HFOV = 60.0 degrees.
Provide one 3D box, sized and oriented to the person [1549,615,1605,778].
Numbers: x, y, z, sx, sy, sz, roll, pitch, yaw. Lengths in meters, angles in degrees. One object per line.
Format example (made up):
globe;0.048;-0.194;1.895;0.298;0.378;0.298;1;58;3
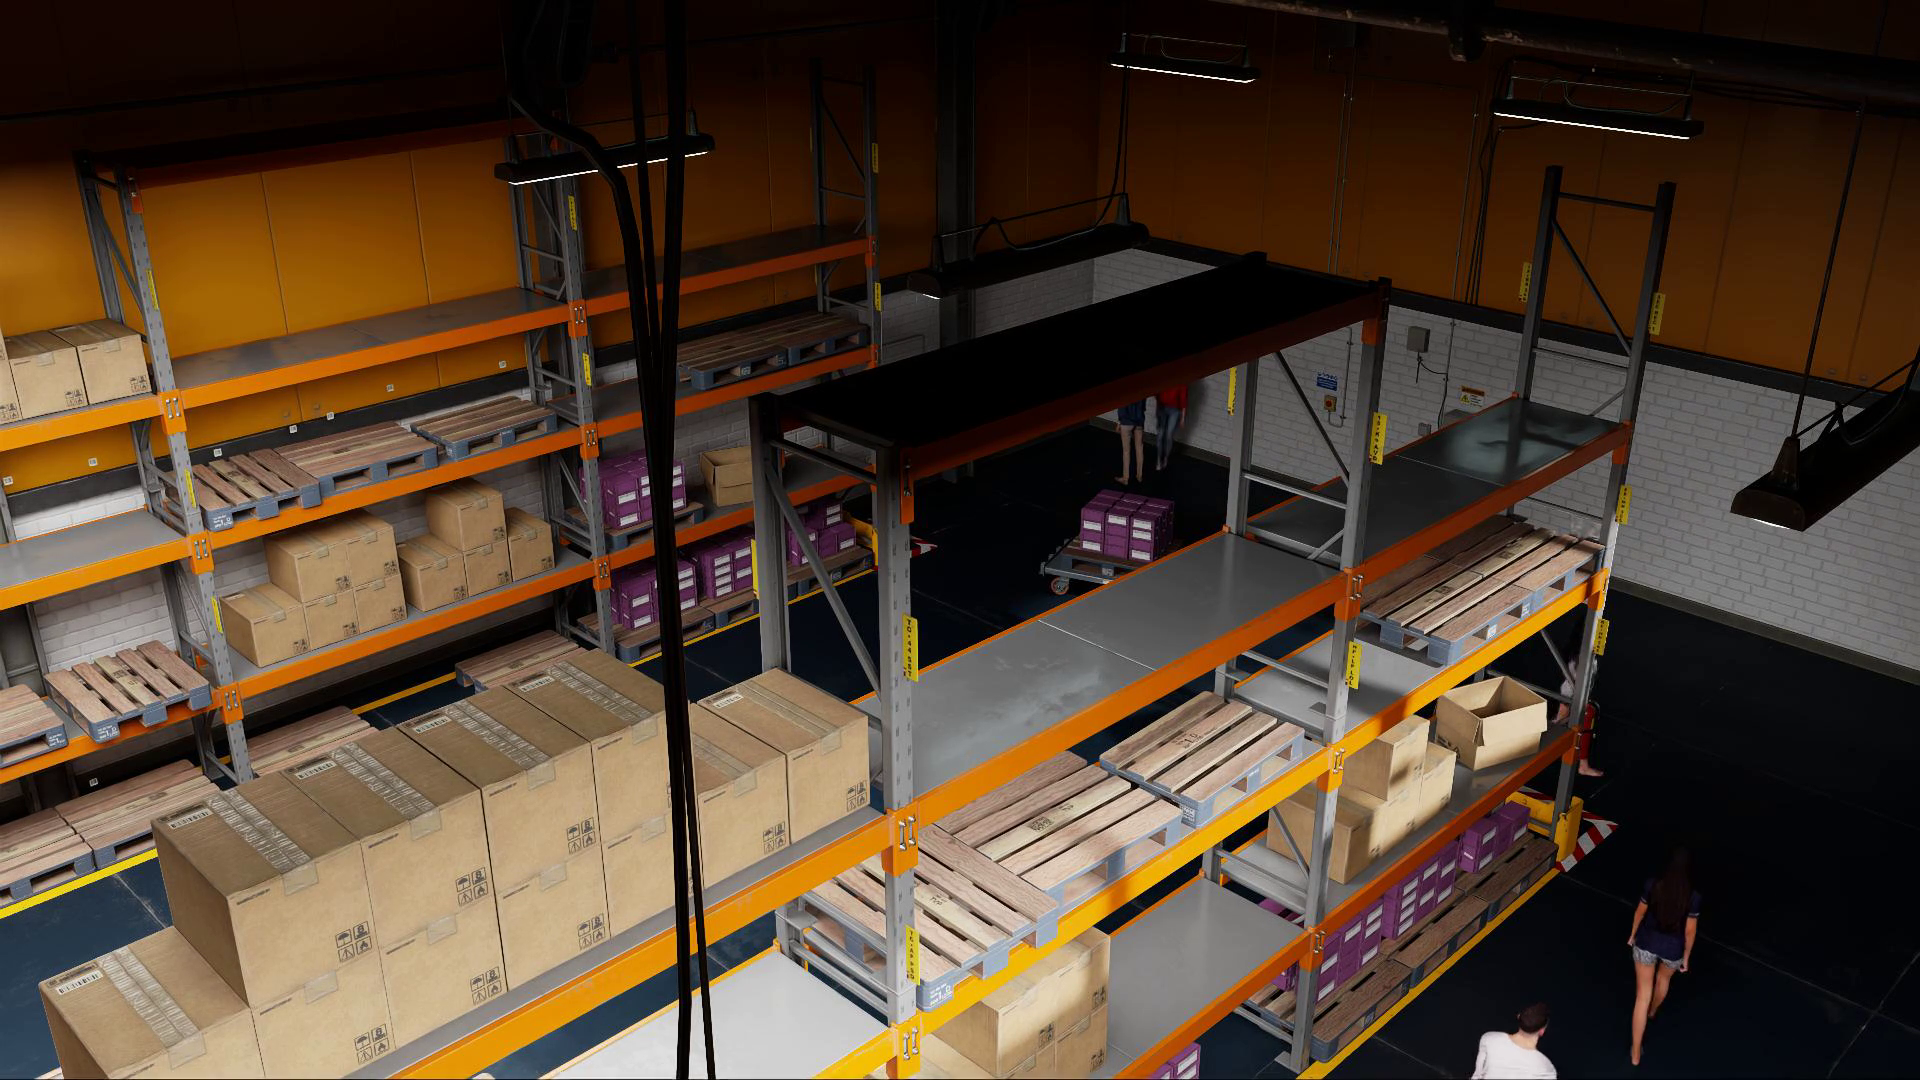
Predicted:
person;5.804;1.476;15.901;1.017;1.677;1.079;5;24;11

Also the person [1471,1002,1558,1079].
person;3.418;3.725;10.580;0.681;1.819;0.709;20;31;38

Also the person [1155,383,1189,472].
person;2.924;-1.786;23.366;0.765;1.677;0.801;13;27;27

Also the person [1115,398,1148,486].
person;2.374;-1.595;22.902;0.607;1.696;0.740;-11;26;-24

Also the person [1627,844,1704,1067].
person;5.121;3.066;12.216;0.848;1.717;1.186;11;26;24
